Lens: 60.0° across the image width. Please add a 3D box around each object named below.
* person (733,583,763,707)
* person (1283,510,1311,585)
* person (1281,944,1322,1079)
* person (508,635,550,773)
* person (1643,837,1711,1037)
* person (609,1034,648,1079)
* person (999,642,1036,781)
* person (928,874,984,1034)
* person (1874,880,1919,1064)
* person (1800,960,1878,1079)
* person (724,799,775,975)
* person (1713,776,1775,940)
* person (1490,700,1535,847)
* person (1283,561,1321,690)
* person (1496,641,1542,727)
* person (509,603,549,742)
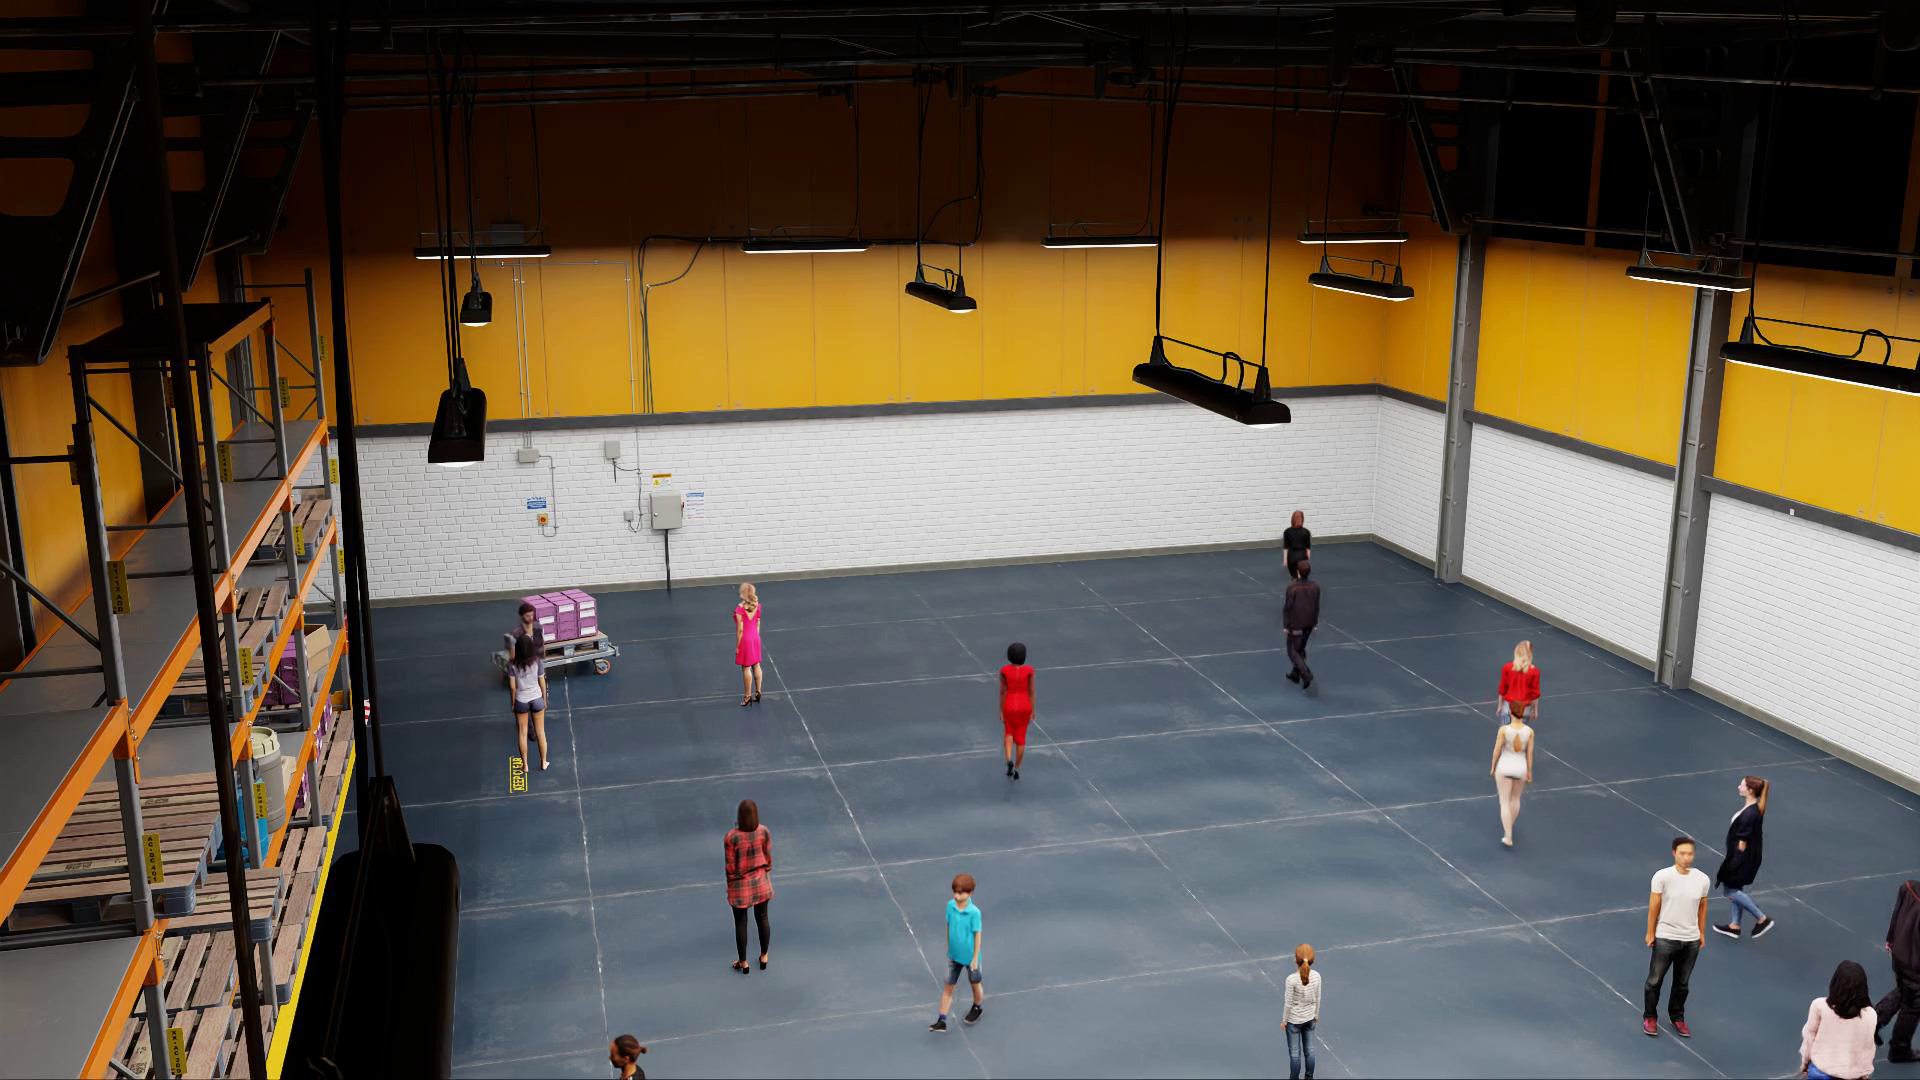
[{"bbox_3d":[-2.885,1.414,22.768,0.694,1.728,0.661,12,18,40],"label":"person"},{"bbox_3d":[5.488,0.395,27.126,1.057,1.659,1.150,7,15,26],"label":"person"},{"bbox_3d":[2.762,3.883,13.451,0.471,1.316,0.486,-4,14,-16],"label":"person"},{"bbox_3d":[-5.287,1.989,20.385,0.587,1.734,0.509,-4,14,-17],"label":"person"},{"bbox_3d":[6.193,3.407,14.378,0.706,1.803,0.648,1,14,4],"label":"person"},{"bbox_3d":[-2.238,4.175,11.494,0.652,1.668,0.478,-2,14,-10],"label":"person"},{"bbox_3d":[0.679,2.091,19.962,0.703,1.734,0.778,2,14,7],"label":"person"},{"bbox_3d":[0.078,3.571,14.517,0.900,1.420,0.950,8,16,31],"label":"person"},{"bbox_3d":[7.849,3.505,13.814,0.880,1.879,0.802,-2,14,-7],"label":"person"},{"bbox_3d":[6.428,3.954,12.229,0.980,1.751,1.027,9,16,32],"label":"person"},{"bbox_3d":[-1.960,3.200,15.455,0.650,1.700,0.609,-7,15,-25],"label":"person"},{"bbox_3d":[7.617,3.087,15.982,0.925,1.672,0.858,9,16,34],"label":"person"},{"bbox_3d":[6.058,2.571,18.224,0.744,1.618,0.978,1,14,3],"label":"person"},{"bbox_3d":[4.829,1.216,23.394,0.800,1.820,1.068,-5,15,-21],"label":"person"},{"bbox_3d":[6.737,2.067,20.145,0.742,1.694,0.778,6,15,22],"label":"person"},{"bbox_3d":[-5.610,1.677,21.467,0.963,1.830,0.896,13,19,43],"label":"person"}]
